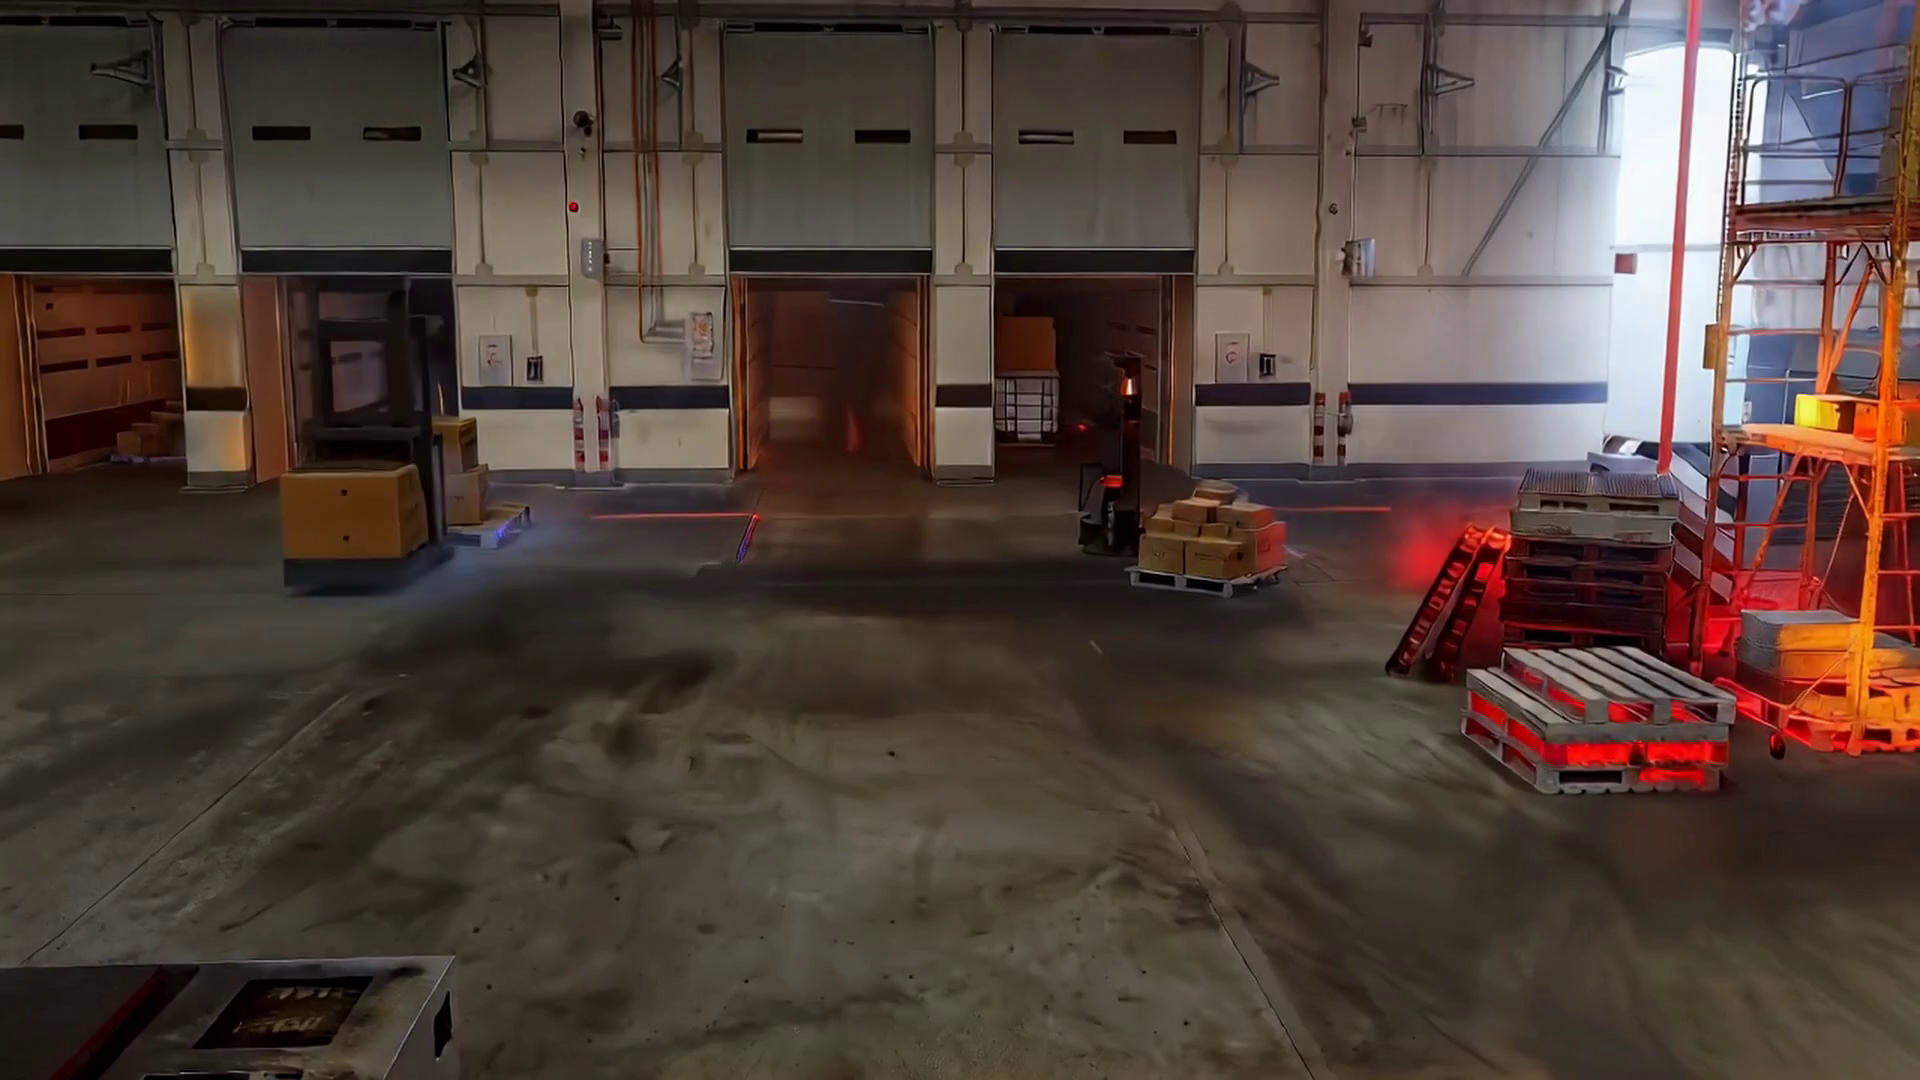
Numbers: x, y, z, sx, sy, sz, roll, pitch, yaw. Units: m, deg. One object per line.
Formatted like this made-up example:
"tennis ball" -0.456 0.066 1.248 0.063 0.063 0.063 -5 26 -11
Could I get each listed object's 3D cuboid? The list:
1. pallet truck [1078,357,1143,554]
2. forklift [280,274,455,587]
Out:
"pallet truck" 2.088 -0.836 16.757 1.885 1.965 0.823 2 9 13
"forklift" -5.540 -1.067 15.447 1.129 2.768 1.873 -1 9 -4
